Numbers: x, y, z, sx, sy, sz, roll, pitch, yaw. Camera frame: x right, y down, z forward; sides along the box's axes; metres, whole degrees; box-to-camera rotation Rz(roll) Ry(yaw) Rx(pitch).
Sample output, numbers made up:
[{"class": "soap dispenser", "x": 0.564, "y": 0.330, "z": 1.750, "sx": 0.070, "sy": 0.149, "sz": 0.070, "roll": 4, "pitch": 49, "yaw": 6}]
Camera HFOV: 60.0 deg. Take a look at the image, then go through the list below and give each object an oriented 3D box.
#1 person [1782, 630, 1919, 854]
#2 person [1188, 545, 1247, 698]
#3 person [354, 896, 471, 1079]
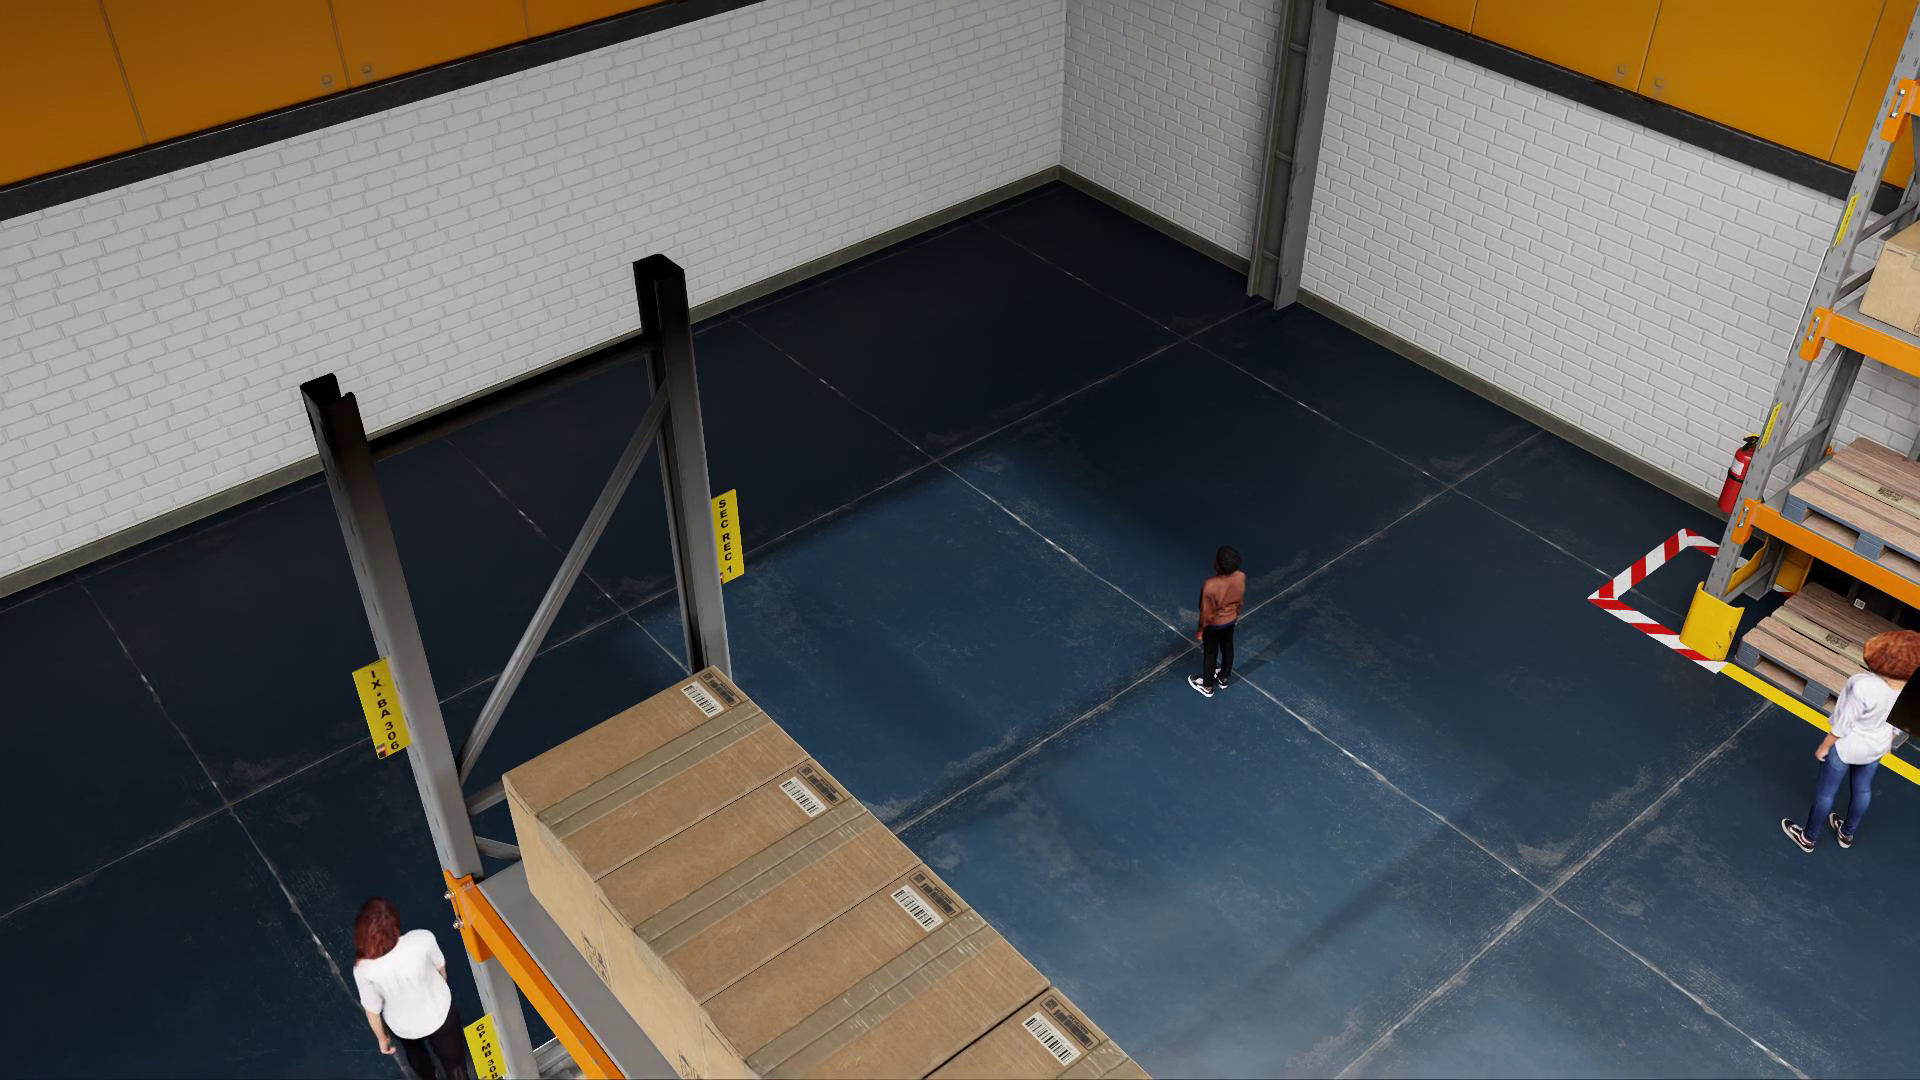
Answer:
[{"class": "person", "x": 5.510, "y": 1.234, "z": 10.165, "sx": 0.753, "sy": 1.714, "sz": 0.781, "roll": -4, "pitch": 39, "yaw": -5}, {"class": "person", "x": 1.776, "y": 0.546, "z": 11.395, "sx": 0.551, "sy": 1.254, "sz": 0.512, "roll": -20, "pitch": 43, "yaw": -24}, {"class": "person", "x": -2.723, "y": 2.530, "z": 8.506, "sx": 0.796, "sy": 1.759, "sz": 1.132, "roll": -15, "pitch": 41, "yaw": -18}]
